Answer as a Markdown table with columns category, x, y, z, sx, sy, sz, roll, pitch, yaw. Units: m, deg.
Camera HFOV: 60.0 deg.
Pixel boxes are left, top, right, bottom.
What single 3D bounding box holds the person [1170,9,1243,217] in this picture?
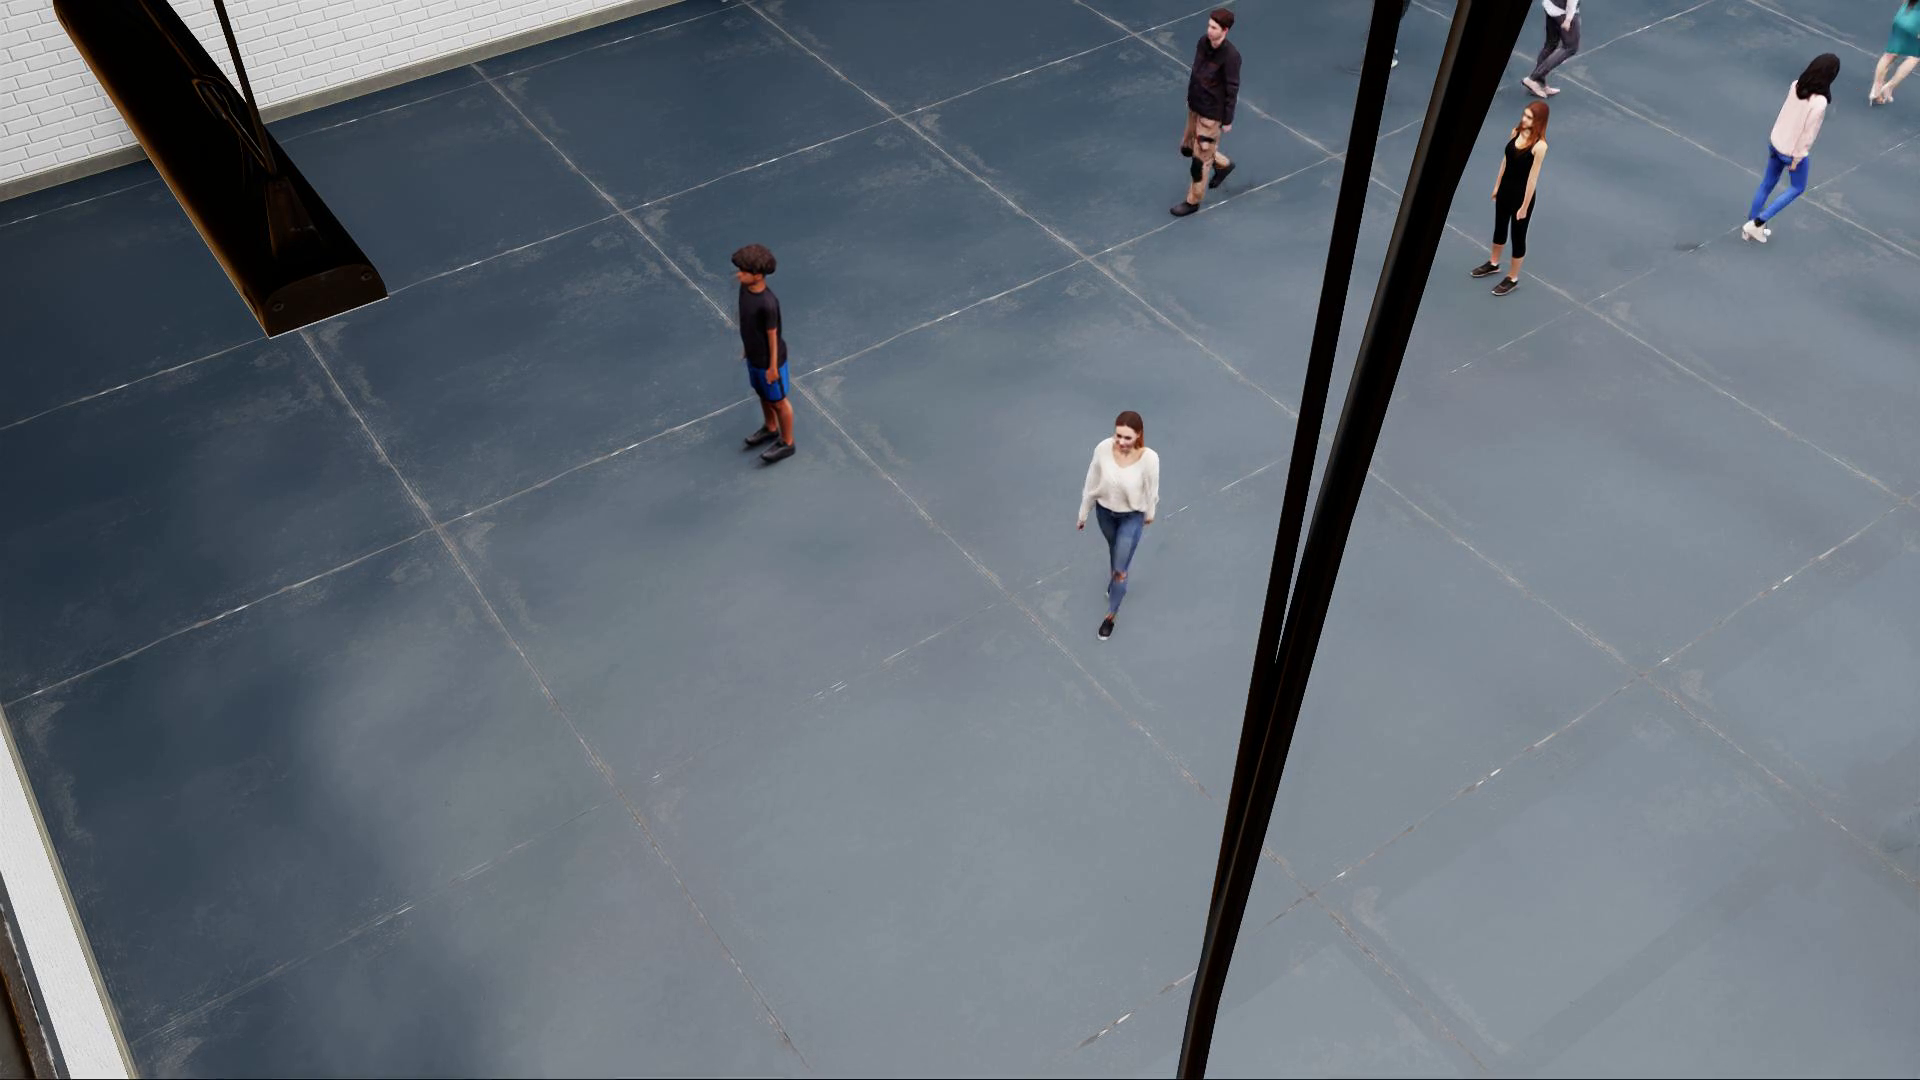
| category | x | y | z | sx | sy | sz | roll | pitch | yaw |
| --- | --- | --- | --- | --- | --- | --- | --- | --- | --- |
| person | 2.225 | -3.755 | 14.524 | 0.979 | 1.913 | 0.737 | -23 | 48 | -22 |

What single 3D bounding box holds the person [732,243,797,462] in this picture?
| category | x | y | z | sx | sy | sz | roll | pitch | yaw |
| --- | --- | --- | --- | --- | --- | --- | --- | --- | --- |
| person | -1.412 | -1.376 | 12.109 | 0.548 | 1.799 | 0.588 | -25 | 49 | -24 |

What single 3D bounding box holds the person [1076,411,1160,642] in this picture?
| category | x | y | z | sx | sy | sz | roll | pitch | yaw |
| --- | --- | --- | --- | --- | --- | --- | --- | --- | --- |
| person | 1.077 | -0.227 | 11.001 | 0.893 | 1.664 | 1.050 | 20 | 47 | 20 |

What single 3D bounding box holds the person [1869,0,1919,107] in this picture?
| category | x | y | z | sx | sy | sz | roll | pitch | yaw |
| --- | --- | --- | --- | --- | --- | --- | --- | --- | --- |
| person | 9.038 | -4.924 | 15.924 | 0.642 | 1.675 | 0.637 | -15 | 46 | -15 |

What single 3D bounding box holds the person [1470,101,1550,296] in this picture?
| category | x | y | z | sx | sy | sz | roll | pitch | yaw |
| --- | --- | --- | --- | --- | --- | --- | --- | --- | --- |
| person | 4.600 | -2.846 | 13.708 | 0.581 | 1.722 | 0.605 | -16 | 46 | -16 |

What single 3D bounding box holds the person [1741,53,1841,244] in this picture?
| category | x | y | z | sx | sy | sz | roll | pitch | yaw |
| --- | --- | --- | --- | --- | --- | --- | --- | --- | --- |
| person | 6.983 | -3.313 | 14.171 | 0.785 | 1.761 | 0.757 | -8 | 44 | -9 |

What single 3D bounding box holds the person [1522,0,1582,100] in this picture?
| category | x | y | z | sx | sy | sz | roll | pitch | yaw |
| --- | --- | --- | --- | --- | --- | --- | --- | --- | --- |
| person | 5.715 | -5.099 | 16.007 | 0.859 | 1.814 | 0.825 | -4 | 44 | -5 |
